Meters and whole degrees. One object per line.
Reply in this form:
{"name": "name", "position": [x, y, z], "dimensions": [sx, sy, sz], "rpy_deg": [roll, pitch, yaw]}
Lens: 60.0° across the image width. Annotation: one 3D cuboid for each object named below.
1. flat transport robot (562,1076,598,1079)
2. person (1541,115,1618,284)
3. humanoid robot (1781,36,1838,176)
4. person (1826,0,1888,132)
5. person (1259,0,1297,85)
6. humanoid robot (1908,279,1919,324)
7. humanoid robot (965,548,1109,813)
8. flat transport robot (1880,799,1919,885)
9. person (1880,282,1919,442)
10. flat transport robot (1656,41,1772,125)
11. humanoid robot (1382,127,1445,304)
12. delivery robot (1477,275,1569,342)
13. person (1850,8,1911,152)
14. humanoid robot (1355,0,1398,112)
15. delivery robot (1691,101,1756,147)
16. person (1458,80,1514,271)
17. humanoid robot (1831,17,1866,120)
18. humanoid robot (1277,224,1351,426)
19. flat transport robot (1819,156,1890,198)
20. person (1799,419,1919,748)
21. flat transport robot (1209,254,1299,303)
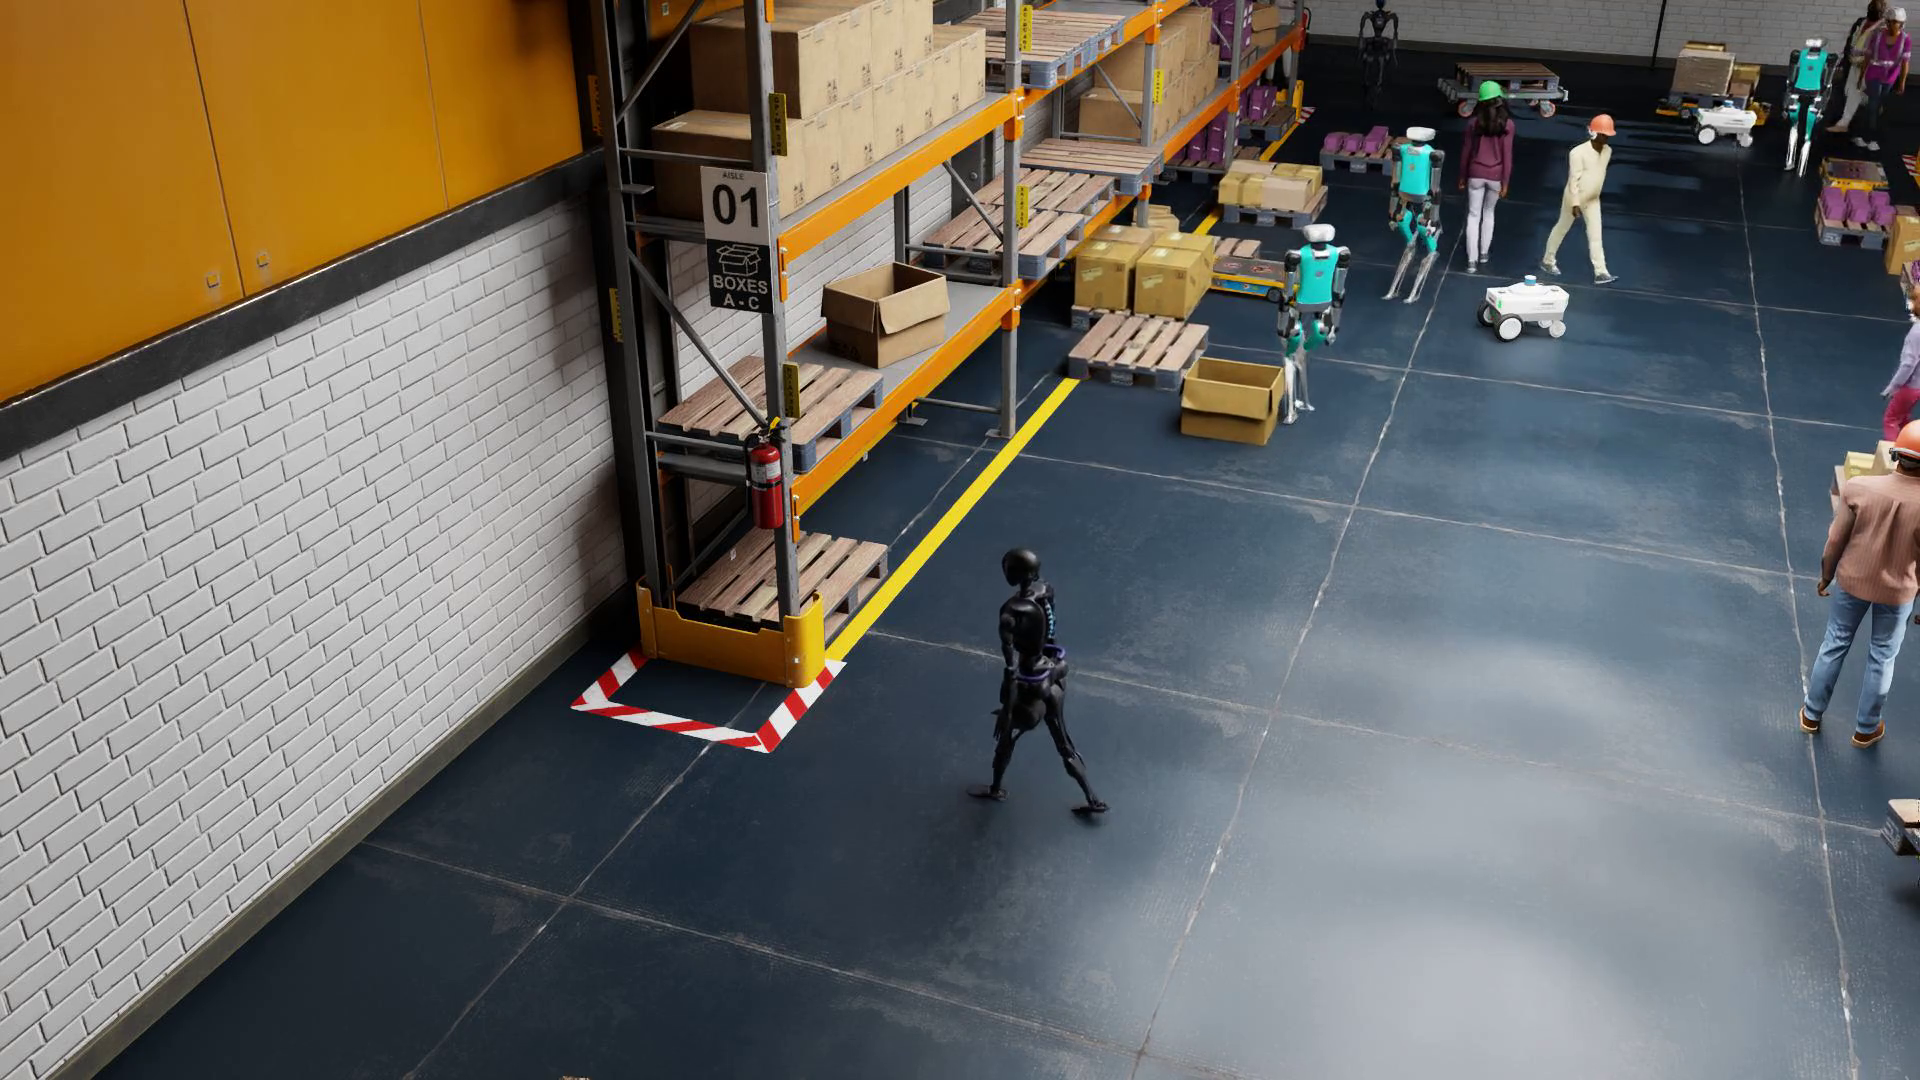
{"name": "flat transport robot", "position": [-1.263, 2.931, 6.065], "dimensions": [1.431, 0.231, 0.659], "rpy_deg": [-16, 31, -28]}
{"name": "person", "position": [6.370, -3.454, 16.883], "dimensions": [0.572, 1.698, 0.928], "rpy_deg": [-11, 29, -21]}
{"name": "humanoid robot", "position": [10.471, -5.328, 20.598], "dimensions": [0.537, 1.849, 0.828], "rpy_deg": [18, 32, 30]}
{"name": "person", "position": [12.324, -6.404, 22.509], "dimensions": [0.665, 1.803, 0.655], "rpy_deg": [1, 27, 2]}
{"name": "person", "position": [4.822, -7.884, 25.234], "dimensions": [0.669, 1.927, 0.441], "rpy_deg": [-7, 28, -13]}
{"name": "humanoid robot", "position": [9.253, -2.834, 15.501], "dimensions": [0.533, 1.677, 0.735], "rpy_deg": [13, 30, 23]}
{"name": "humanoid robot", "position": [0.413, 0.764, 8.800], "dimensions": [0.820, 1.622, 0.616], "rpy_deg": [14, 31, 26]}
{"name": "flat transport robot", "position": [5.336, 1.839, 8.184], "dimensions": [0.659, 0.231, 1.431], "rpy_deg": [0, 27, 0]}
{"name": "person", "position": [7.216, -1.209, 12.626], "dimensions": [0.337, 1.613, 0.566], "rpy_deg": [24, 36, 38]}
{"name": "flat transport robot", "position": [10.704, -6.120, 23.621], "dimensions": [1.431, 0.231, 0.659], "rpy_deg": [15, 31, 27]}
{"name": "humanoid robot", "position": [4.526, -3.206, 16.344], "dimensions": [0.538, 1.772, 0.661], "rpy_deg": [22, 34, 36]}
{"name": "delivery robot", "position": [5.328, -2.198, 15.697], "dimensions": [0.782, 0.589, 0.499], "rpy_deg": [-3, 27, -5]}
{"name": "person", "position": [12.034, -5.990, 21.678], "dimensions": [0.494, 1.810, 0.758], "rpy_deg": [3, 27, 6]}
{"name": "humanoid robot", "position": [5.997, -7.022, 23.848], "dimensions": [0.600, 1.643, 0.579], "rpy_deg": [6, 28, 11]}
{"name": "delivery robot", "position": [10.219, -5.576, 22.228], "dimensions": [0.747, 0.570, 0.499], "rpy_deg": [7, 28, 12]}
{"name": "person", "position": [5.444, -3.782, 17.300], "dimensions": [0.510, 1.906, 0.730], "rpy_deg": [6, 28, 11]}
{"name": "humanoid robot", "position": [12.565, -6.695, 23.201], "dimensions": [0.324, 1.644, 0.603], "rpy_deg": [-18, 32, -31]}
{"name": "humanoid robot", "position": [2.791, -1.800, 13.651], "dimensions": [0.565, 1.793, 0.865], "rpy_deg": [-3, 27, -7]}
{"name": "flat transport robot", "position": [10.879, -4.382, 20.251], "dimensions": [0.659, 0.231, 1.431], "rpy_deg": [10, 29, 19]}
{"name": "person", "position": [5.182, 0.251, 9.382], "dimensions": [0.621, 1.993, 0.379], "rpy_deg": [18, 32, 31]}
{"name": "flat transport robot", "position": [2.982, -2.658, 16.906], "dimensions": [1.431, 0.231, 0.659], "rpy_deg": [13, 30, 23]}
